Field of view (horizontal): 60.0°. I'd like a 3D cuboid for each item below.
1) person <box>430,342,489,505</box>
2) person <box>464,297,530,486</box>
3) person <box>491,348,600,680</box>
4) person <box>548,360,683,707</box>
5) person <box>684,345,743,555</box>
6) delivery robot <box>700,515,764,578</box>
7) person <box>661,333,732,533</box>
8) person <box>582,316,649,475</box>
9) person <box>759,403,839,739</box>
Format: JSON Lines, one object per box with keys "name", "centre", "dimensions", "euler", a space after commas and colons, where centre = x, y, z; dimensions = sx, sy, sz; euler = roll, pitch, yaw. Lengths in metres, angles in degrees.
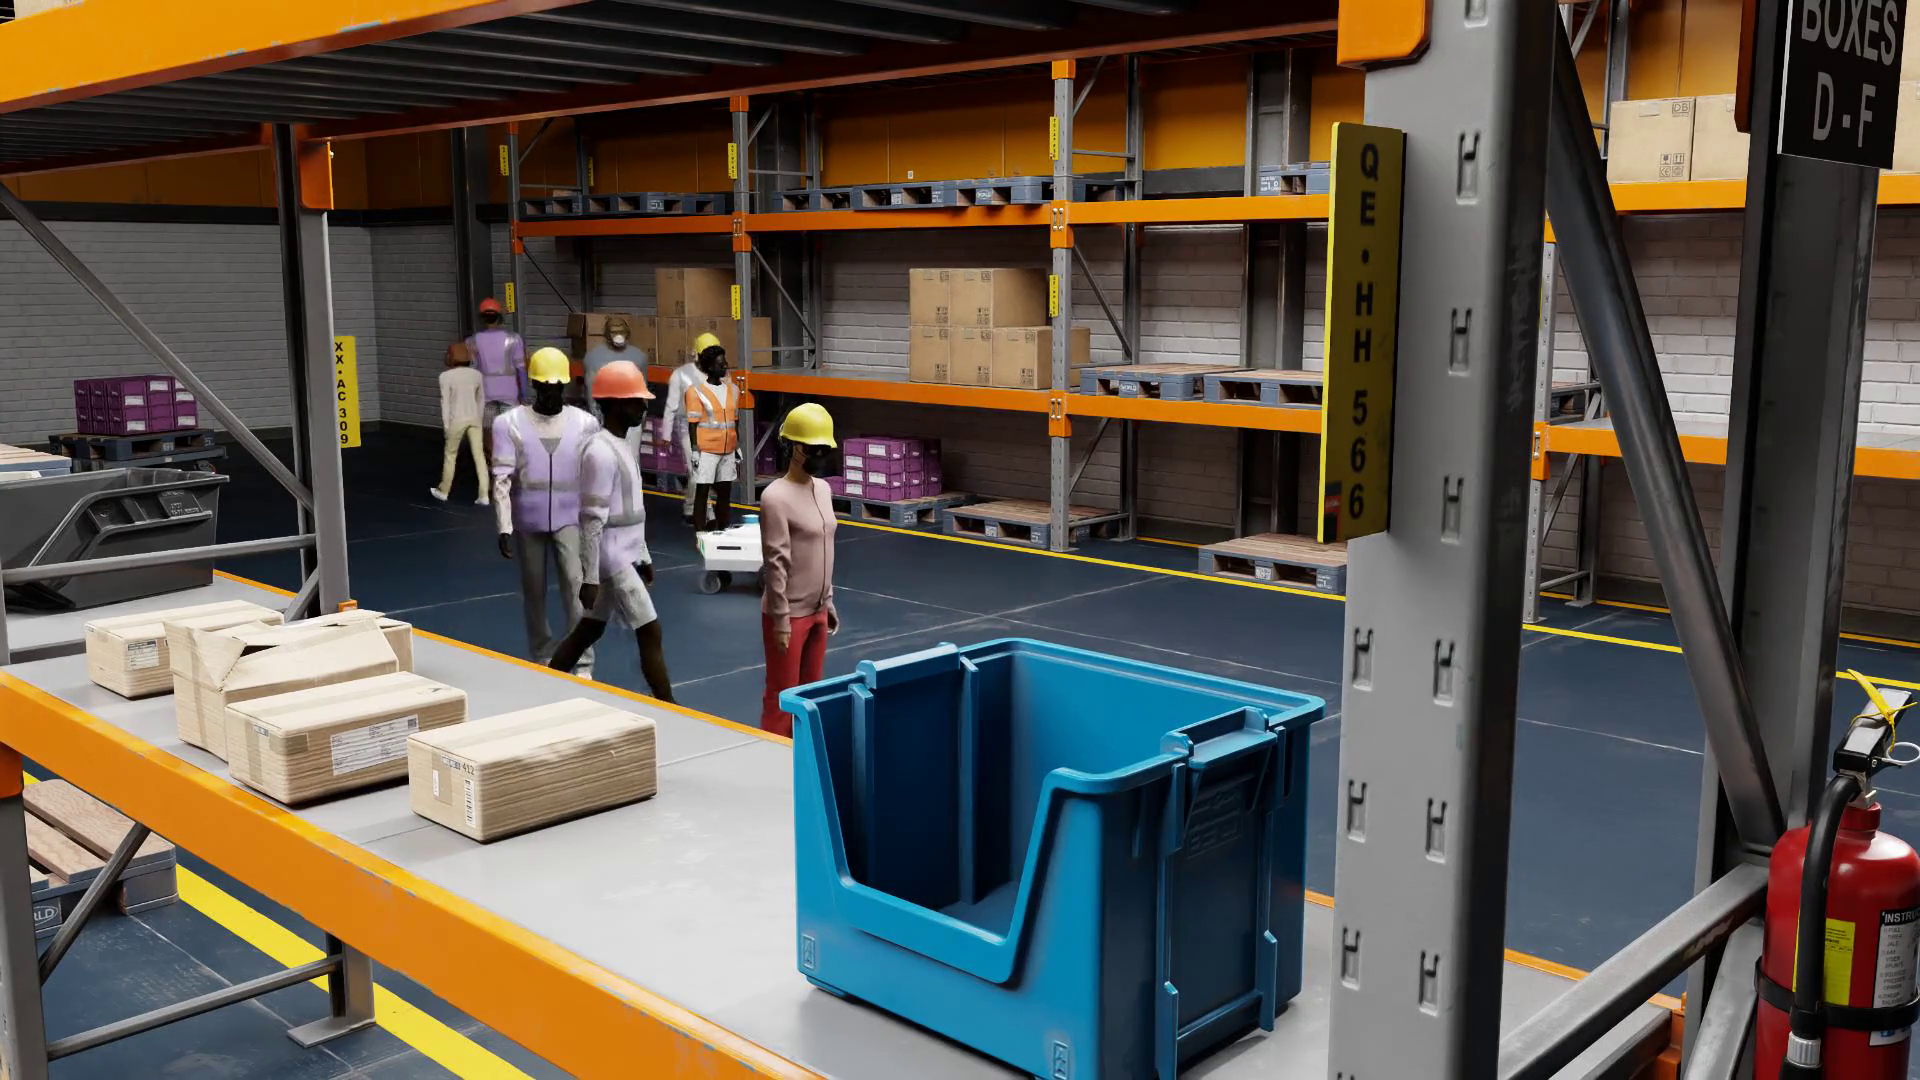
{"name": "person", "centre": [-4.928, -1.146, 16.413], "dimensions": [0.840, 1.587, 0.521], "euler": [9, 13, 43]}
{"name": "person", "centre": [-4.870, -1.537, 17.493], "dimensions": [0.643, 2.021, 0.847], "euler": [0, 9, -3]}
{"name": "person", "centre": [-2.221, -0.091, 9.046], "dimensions": [0.600, 1.884, 0.939], "euler": [-3, 10, -20]}
{"name": "person", "centre": [-1.710, 0.073, 8.063], "dimensions": [1.023, 1.890, 0.556], "euler": [-1, 9, -4]}
{"name": "person", "centre": [-1.997, -0.734, 13.563], "dimensions": [0.318, 1.698, 0.535], "euler": [9, 13, 43]}
{"name": "delivery robot", "centre": [-1.484, 0.063, 11.883], "dimensions": [0.707, 0.478, 0.477], "euler": [2, 9, 10]}
{"name": "person", "centre": [-2.283, -0.936, 14.635], "dimensions": [0.626, 1.760, 0.940], "euler": [-7, 12, -37]}
{"name": "person", "centre": [-3.186, -1.144, 15.524], "dimensions": [0.622, 1.875, 1.036], "euler": [-4, 10, -22]}
{"name": "person", "centre": [-0.654, 0.306, 6.993], "dimensions": [0.329, 1.763, 0.523], "euler": [4, 10, 22]}
